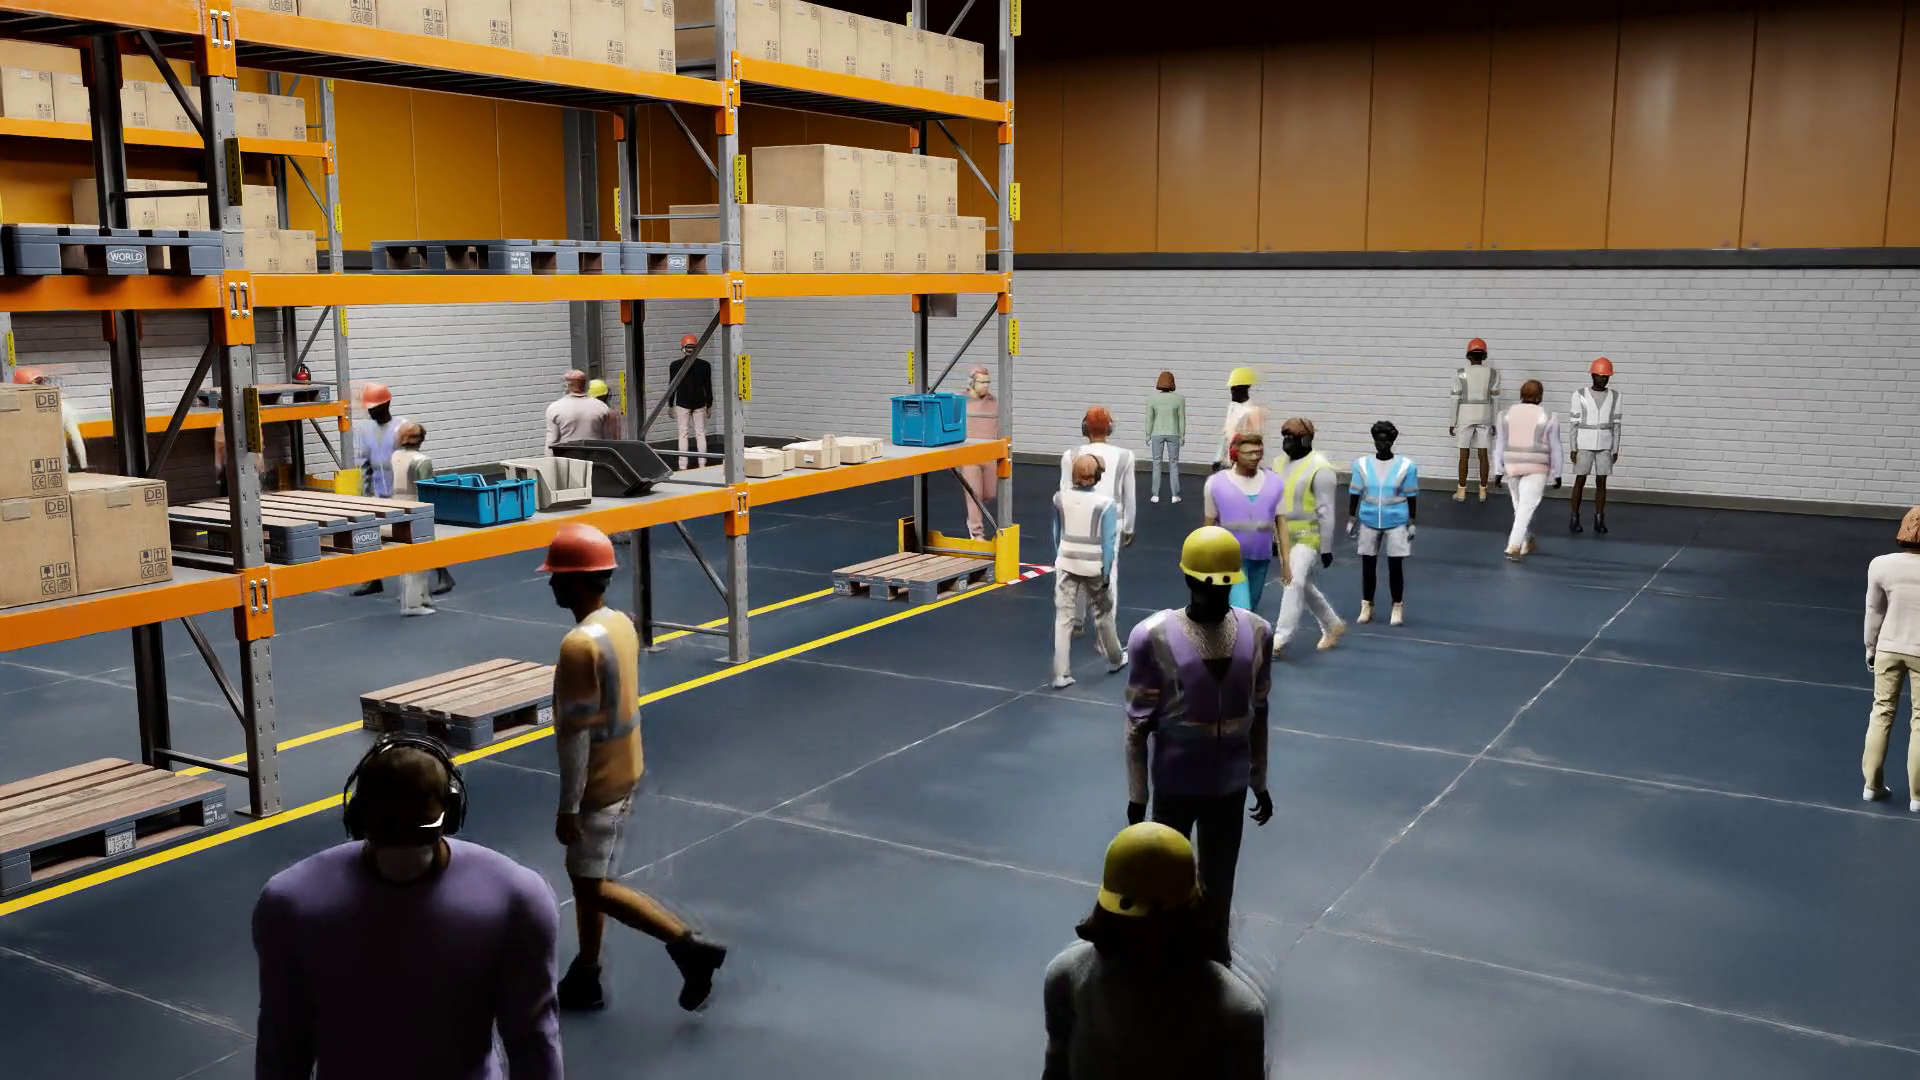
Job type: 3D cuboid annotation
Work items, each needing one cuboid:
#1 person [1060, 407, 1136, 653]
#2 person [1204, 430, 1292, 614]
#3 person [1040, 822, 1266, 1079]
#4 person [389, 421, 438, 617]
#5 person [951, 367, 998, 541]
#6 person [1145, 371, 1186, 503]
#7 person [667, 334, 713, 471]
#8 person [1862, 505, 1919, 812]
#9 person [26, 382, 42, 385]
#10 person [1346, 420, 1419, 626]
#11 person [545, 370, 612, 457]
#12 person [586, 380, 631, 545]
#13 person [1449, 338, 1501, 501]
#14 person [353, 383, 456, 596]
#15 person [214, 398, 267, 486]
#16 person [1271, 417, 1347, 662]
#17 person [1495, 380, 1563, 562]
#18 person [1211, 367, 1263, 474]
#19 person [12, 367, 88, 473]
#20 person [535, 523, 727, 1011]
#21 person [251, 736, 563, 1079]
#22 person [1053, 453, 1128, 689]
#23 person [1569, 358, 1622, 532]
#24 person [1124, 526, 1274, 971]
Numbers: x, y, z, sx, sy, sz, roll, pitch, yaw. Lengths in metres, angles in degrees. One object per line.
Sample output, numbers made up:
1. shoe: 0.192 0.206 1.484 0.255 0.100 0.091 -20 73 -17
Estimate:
1. person: 1.045 -0.094 12.668 0.603 1.827 1.000 0 9 -3
2. person: 1.932 0.126 11.401 0.588 1.801 0.960 -2 9 -13
3. person: 0.368 1.434 3.467 0.510 1.702 0.858 3 10 19
4. person: -4.508 -0.186 13.878 0.573 1.614 0.534 7 12 38
5. person: 0.184 -0.855 17.245 0.664 1.884 0.712 -4 10 -26
6. person: 2.549 -1.273 20.636 0.498 1.633 0.282 1 9 8
7. person: -3.805 -1.904 23.469 0.634 1.987 0.404 -4 10 -22
8. person: 5.052 0.622 8.831 0.277 1.629 0.496 -7 11 -37
9. person: -8.572 -0.579 15.656 0.428 1.836 0.567 -6 11 -32
10. person: 3.397 -0.132 13.377 0.550 1.680 0.359 5 10 26
11. person: -3.777 -0.716 16.399 0.710 1.893 0.405 -4 10 -25
12. person: -3.706 -0.793 17.274 0.694 1.734 0.569 2 9 13
13. person: 6.401 -1.492 20.728 0.608 2.044 0.371 1 9 4
14. person: -4.960 -0.435 14.644 0.769 1.891 0.561 3 9 16
15. person: -7.361 -0.683 17.007 0.520 1.622 0.371 4 10 23
16. person: 2.538 -0.012 12.237 0.880 1.817 0.630 -4 10 -22
17. person: 5.626 -0.691 16.501 0.639 1.802 0.949 8 12 40
18. person: 2.925 -0.848 17.216 0.980 1.886 0.586 -2 9 -12
19. person: -8.789 -0.679 15.982 0.912 1.953 0.444 -7 12 -38
20. person: -1.286 0.887 6.260 0.728 1.920 0.547 0 9 3
21. person: -1.155 1.344 3.490 0.639 1.891 0.974 -2 9 -14
22. person: 0.890 0.198 11.555 0.520 1.600 0.846 5 10 28
23. person: 6.963 -1.033 18.231 0.544 1.930 0.390 1 9 8
24. person: 0.906 0.892 6.212 0.594 1.922 0.386 -3 10 -17
